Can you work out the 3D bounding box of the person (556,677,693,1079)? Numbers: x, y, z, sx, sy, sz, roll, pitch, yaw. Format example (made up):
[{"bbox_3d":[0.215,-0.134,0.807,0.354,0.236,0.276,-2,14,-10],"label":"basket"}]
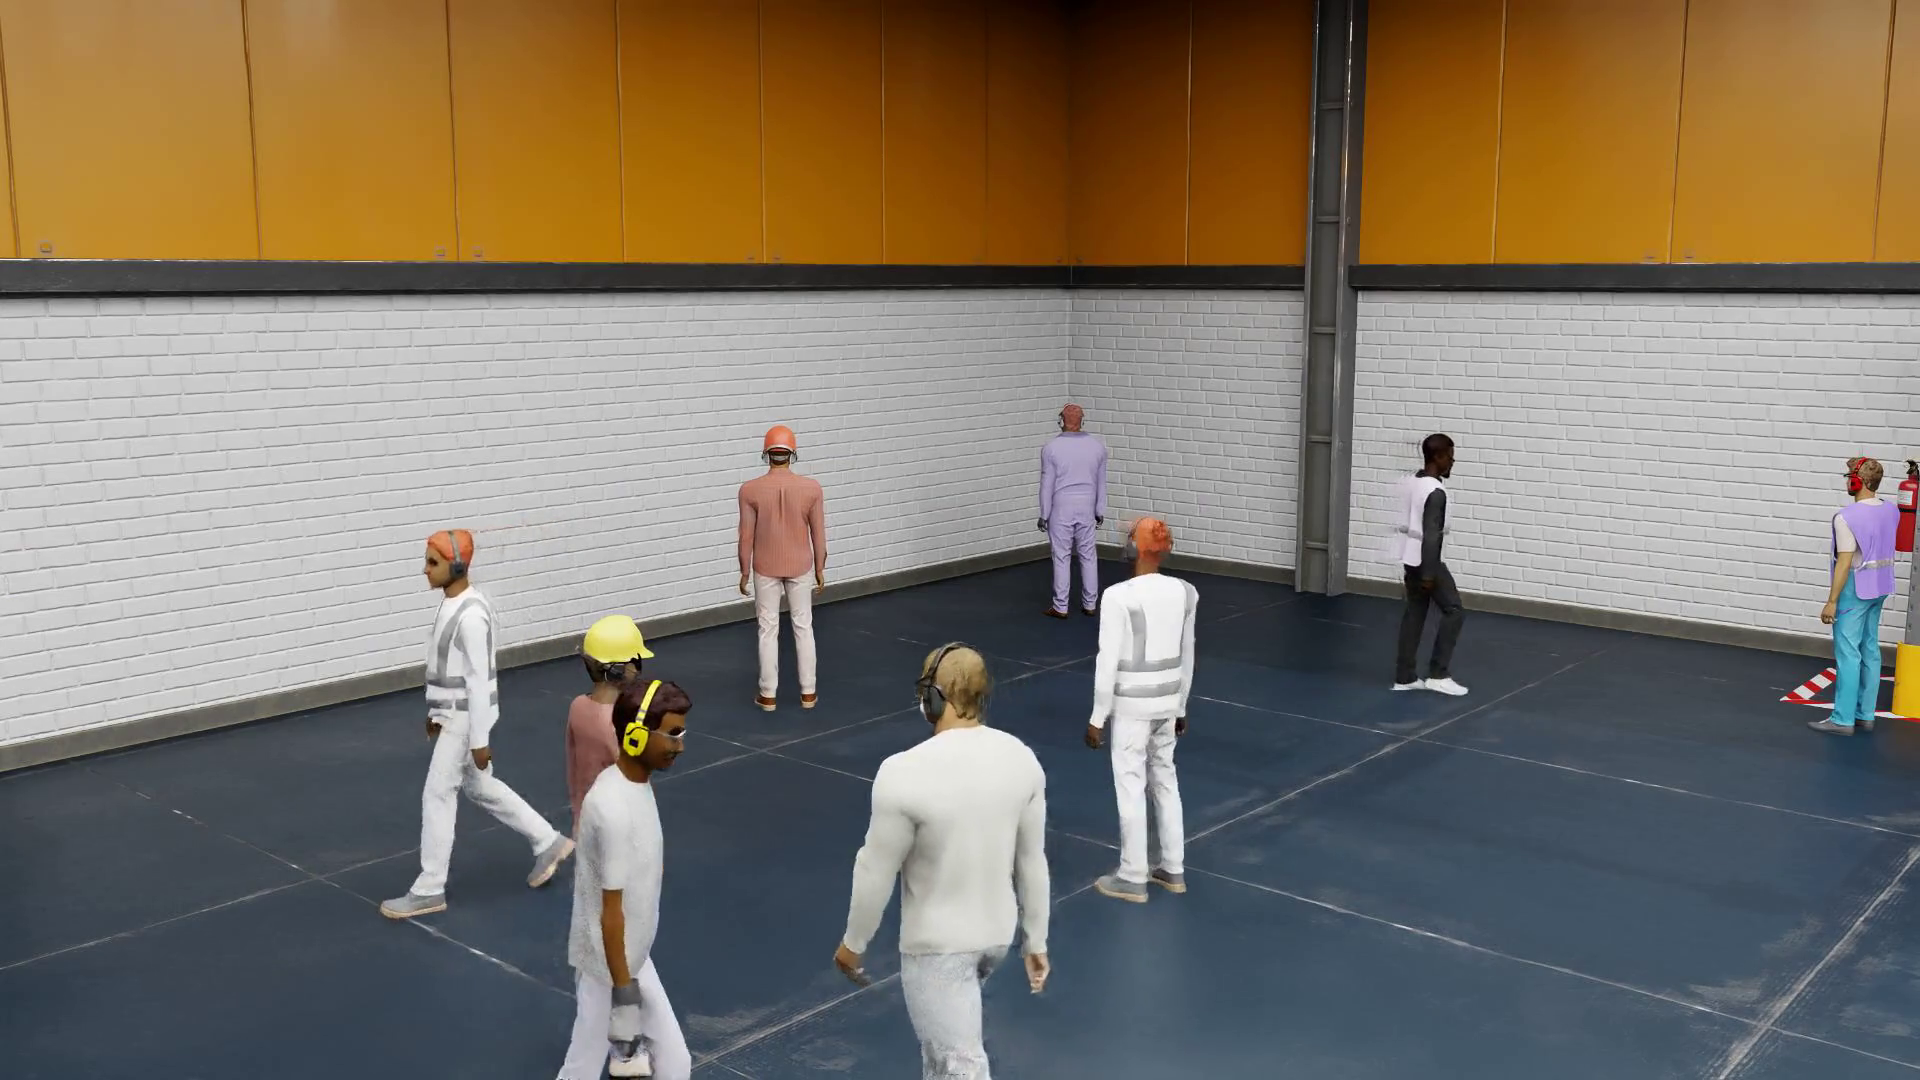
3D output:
[{"bbox_3d":[-1.135,1.318,5.146,0.945,1.827,0.558,0,9,-1],"label":"person"}]

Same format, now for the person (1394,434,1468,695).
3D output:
[{"bbox_3d":[3.467,0.176,12.055,0.624,1.903,0.600,-1,9,-6],"label":"person"}]

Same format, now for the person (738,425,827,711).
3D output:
[{"bbox_3d":[-1.246,0.195,11.637,0.623,1.992,0.396,-2,9,-15],"label":"person"}]

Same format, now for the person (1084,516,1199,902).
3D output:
[{"bbox_3d":[0.898,0.823,8.074,0.612,1.879,0.358,-7,11,-36],"label":"person"}]

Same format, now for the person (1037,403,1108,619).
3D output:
[{"bbox_3d":[0.979,-0.256,14.745,0.650,1.906,0.401,-4,10,-21],"label":"person"}]

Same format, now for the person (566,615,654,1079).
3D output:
[{"bbox_3d":[-1.298,1.155,6.323,0.311,1.768,0.533,-7,11,-38],"label":"person"}]

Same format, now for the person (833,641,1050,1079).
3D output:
[{"bbox_3d":[0.042,1.271,5.231,0.647,1.898,1.010,-8,12,-42],"label":"person"}]

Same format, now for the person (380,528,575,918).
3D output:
[{"bbox_3d":[-2.326,0.850,7.968,0.884,1.859,0.583,-3,10,-21],"label":"person"}]

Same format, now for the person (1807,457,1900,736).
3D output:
[{"bbox_3d":[5.931,0.376,10.974,0.565,1.842,0.390,-5,10,-30],"label":"person"}]
